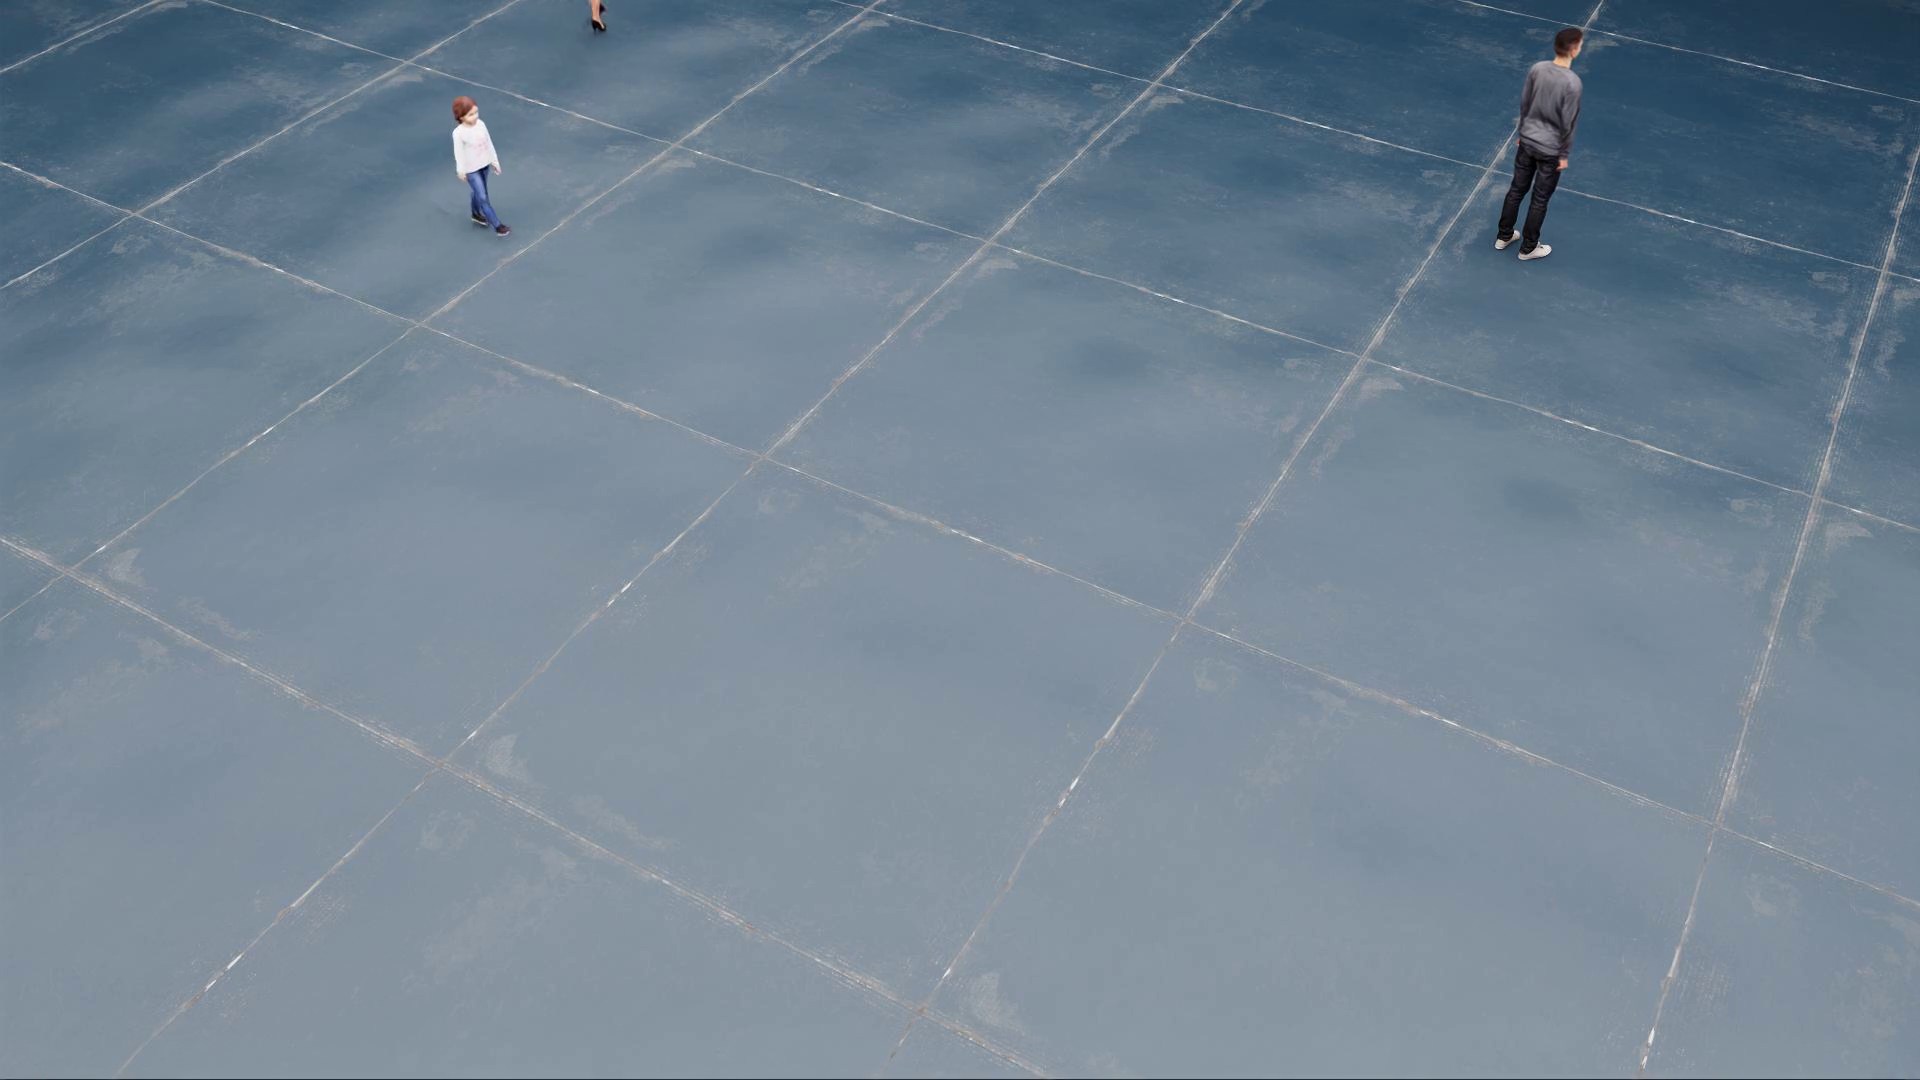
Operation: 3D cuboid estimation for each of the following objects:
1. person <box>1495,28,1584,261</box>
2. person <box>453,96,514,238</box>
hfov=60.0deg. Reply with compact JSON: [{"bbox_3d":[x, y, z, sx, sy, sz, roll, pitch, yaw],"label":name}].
[{"bbox_3d":[4.230,-2.870,12.078,0.683,1.760,0.695,-26,48,-26],"label":"person"},{"bbox_3d":[-3.698,-2.855,12.558,0.514,1.091,0.663,24,47,24],"label":"person"}]
